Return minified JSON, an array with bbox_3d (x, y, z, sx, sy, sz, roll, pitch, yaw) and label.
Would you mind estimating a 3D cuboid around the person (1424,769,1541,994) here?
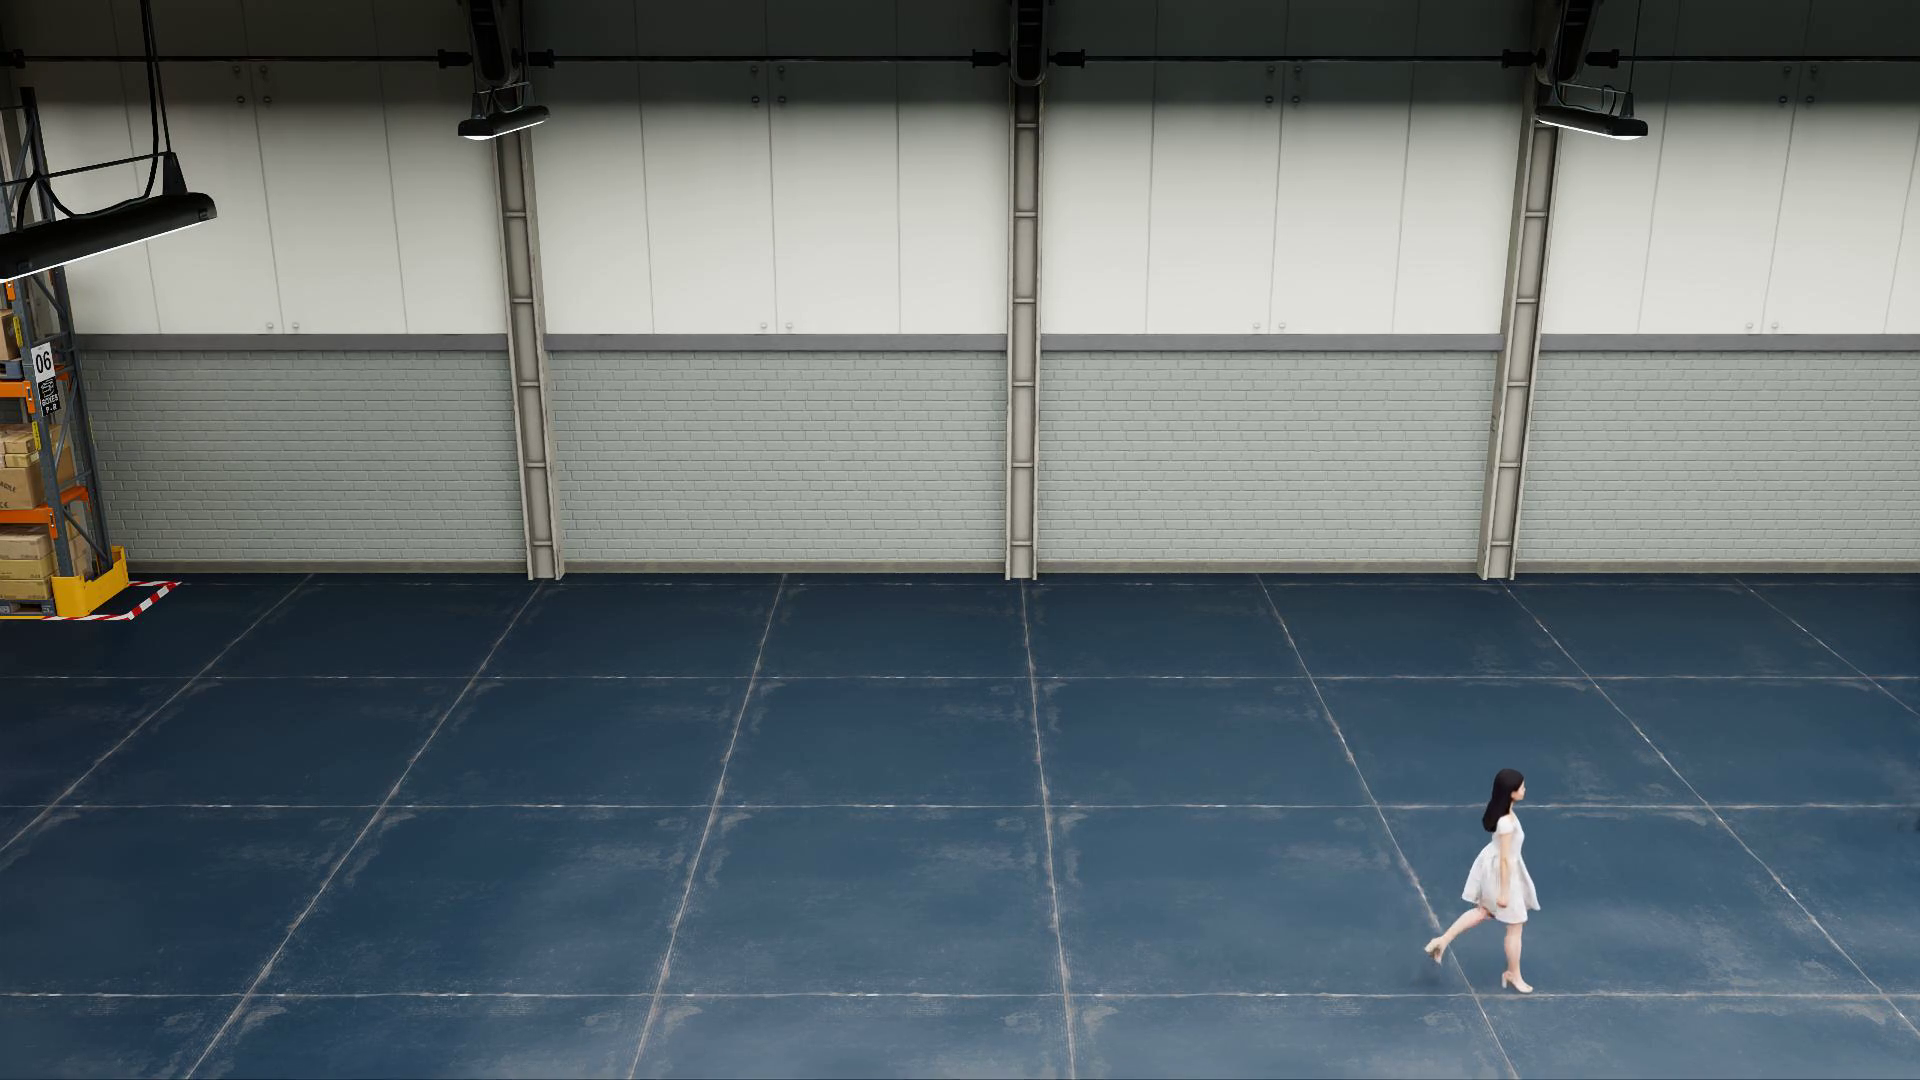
[{"bbox_3d":[3.820,2.471,12.003,1.041,1.753,0.697,2,18,6],"label":"person"}]
